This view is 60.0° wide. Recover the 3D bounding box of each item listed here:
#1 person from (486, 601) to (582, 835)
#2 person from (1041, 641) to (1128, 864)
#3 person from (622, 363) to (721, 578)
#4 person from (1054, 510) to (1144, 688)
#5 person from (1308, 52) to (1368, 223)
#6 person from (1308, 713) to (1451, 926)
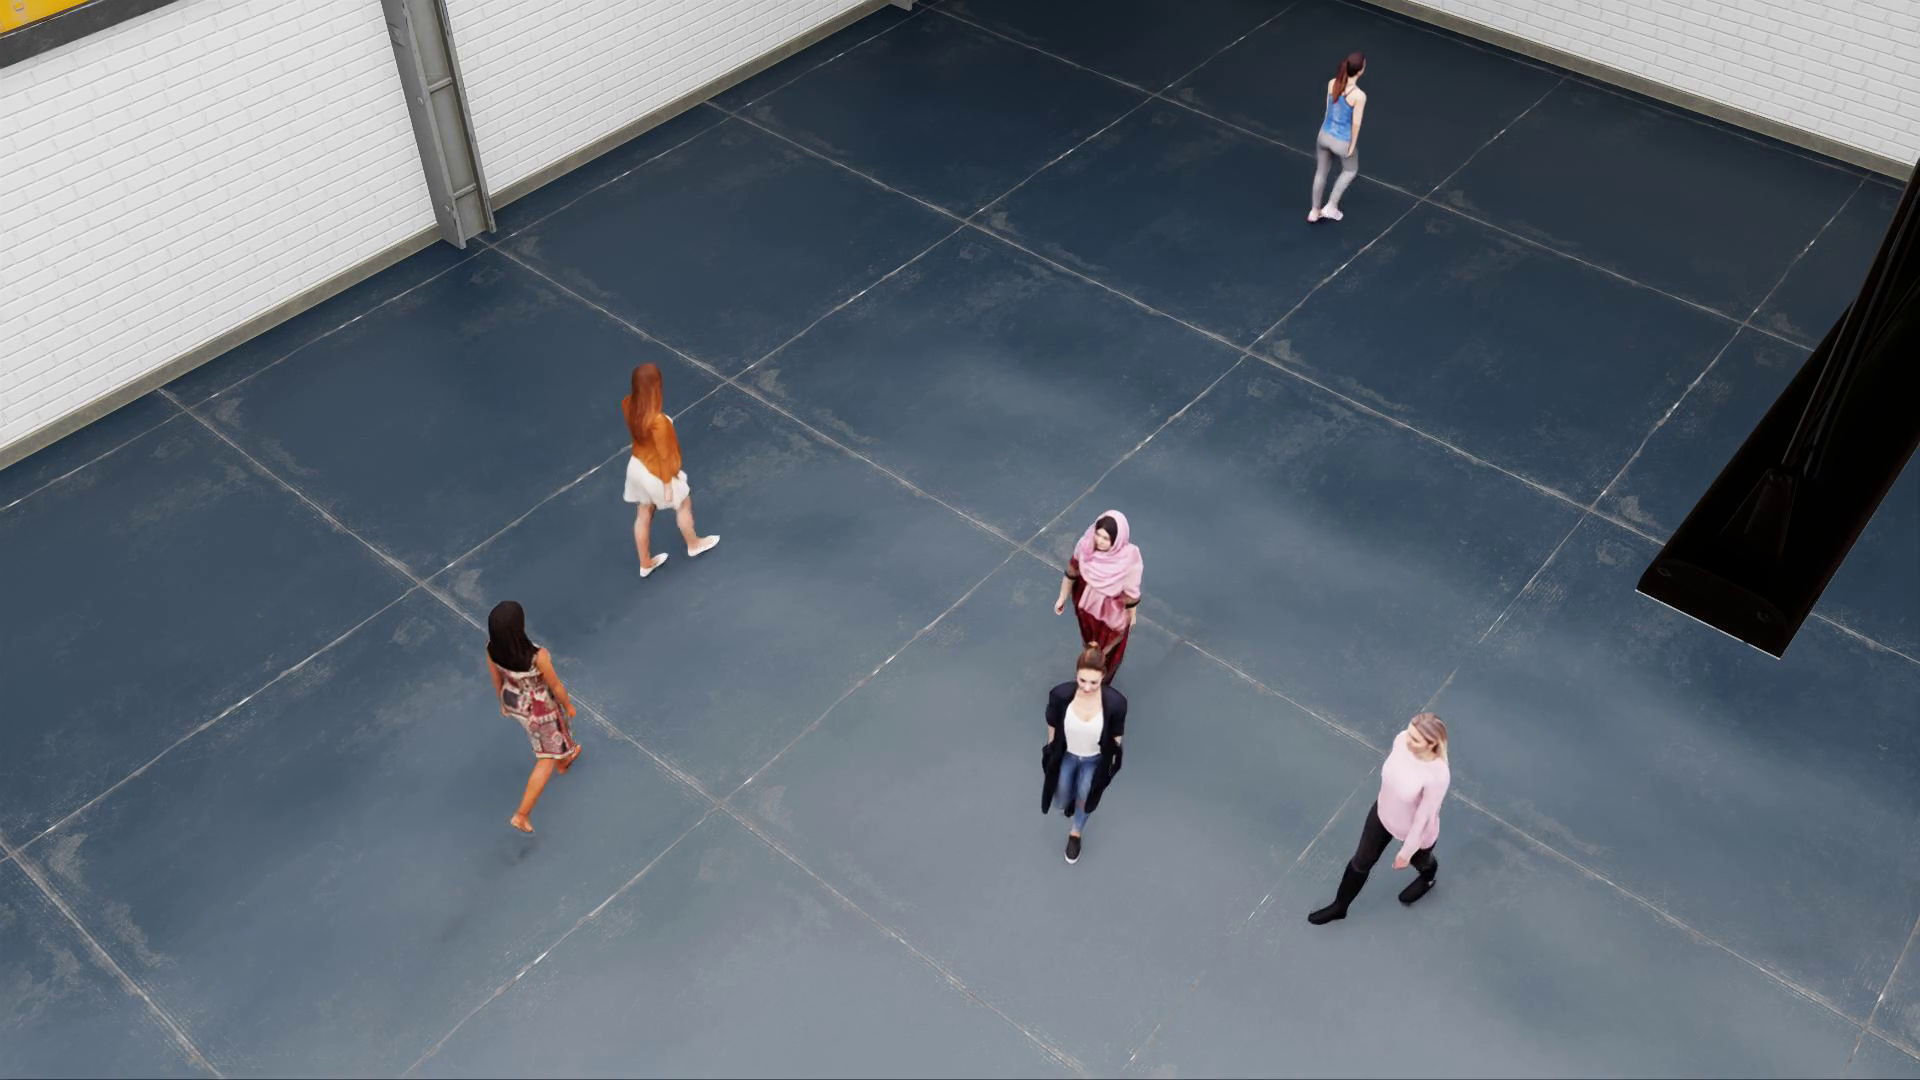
[{"bbox_3d":[-2.532,1.035,9.740,0.807,1.619,1.107,17,46,17],"label":"person"},{"bbox_3d":[0.717,1.166,9.561,0.794,1.676,0.880,9,44,9],"label":"person"},{"bbox_3d":[-2.132,-0.409,11.202,0.644,1.694,0.842,31,52,28],"label":"person"},{"bbox_3d":[0.938,0.371,10.456,0.648,1.593,1.029,32,52,29],"label":"person"},{"bbox_3d":[3.234,-3.461,14.474,0.579,1.599,0.593,-34,53,-31],"label":"person"},{"bbox_3d":[2.538,1.537,9.194,1.170,1.644,0.878,-20,47,-19],"label":"person"}]
